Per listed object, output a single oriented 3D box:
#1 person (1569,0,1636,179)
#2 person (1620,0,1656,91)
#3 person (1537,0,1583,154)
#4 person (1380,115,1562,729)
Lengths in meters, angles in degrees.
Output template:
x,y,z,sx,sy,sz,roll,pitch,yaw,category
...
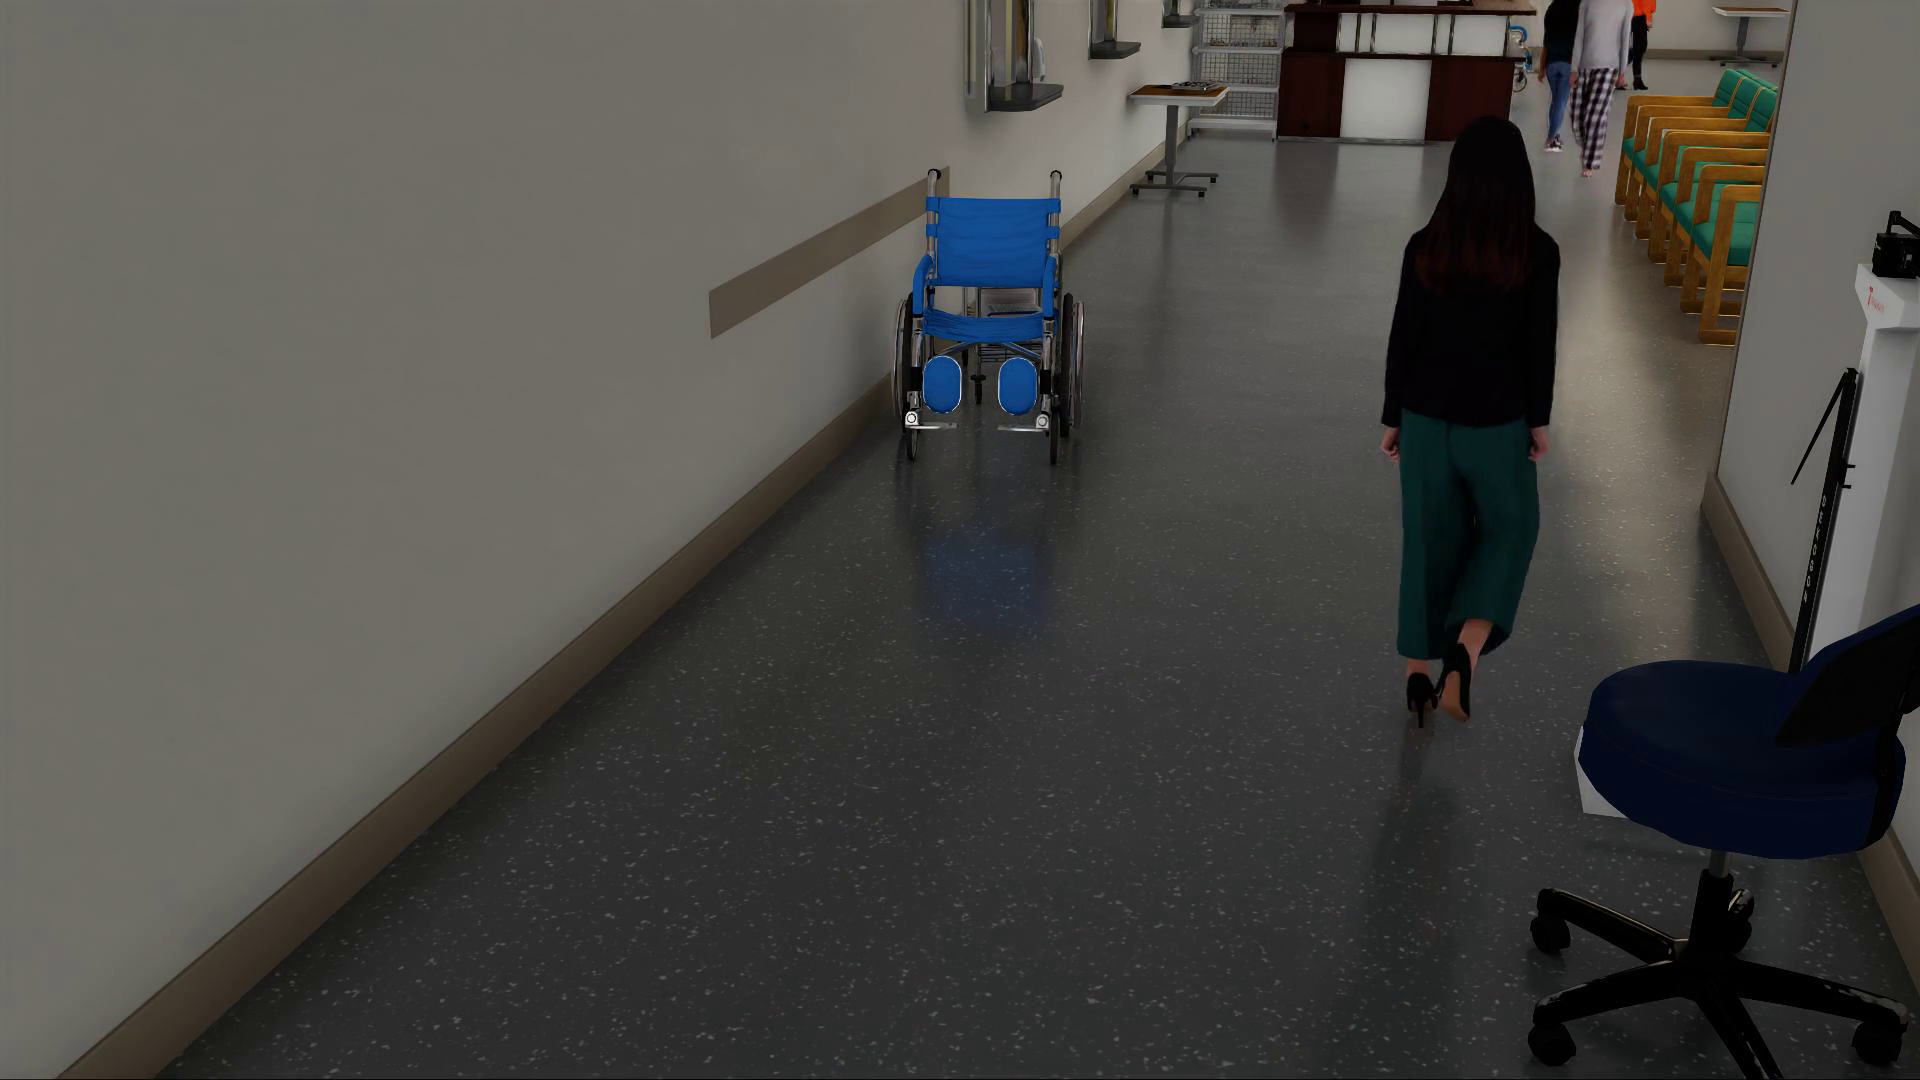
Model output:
x,y,z,sx,sy,sz,roll,pitch,yaw,category
5.604,-4.138,14.663,1.087,1.812,0.809,9,23,23,person
8.793,-6.743,21.661,0.748,1.726,0.725,7,22,17,person
5.772,-4.555,16.058,0.795,1.602,0.724,-19,28,-41,person
1.357,-0.243,4.507,0.791,1.721,0.758,10,23,25,person
